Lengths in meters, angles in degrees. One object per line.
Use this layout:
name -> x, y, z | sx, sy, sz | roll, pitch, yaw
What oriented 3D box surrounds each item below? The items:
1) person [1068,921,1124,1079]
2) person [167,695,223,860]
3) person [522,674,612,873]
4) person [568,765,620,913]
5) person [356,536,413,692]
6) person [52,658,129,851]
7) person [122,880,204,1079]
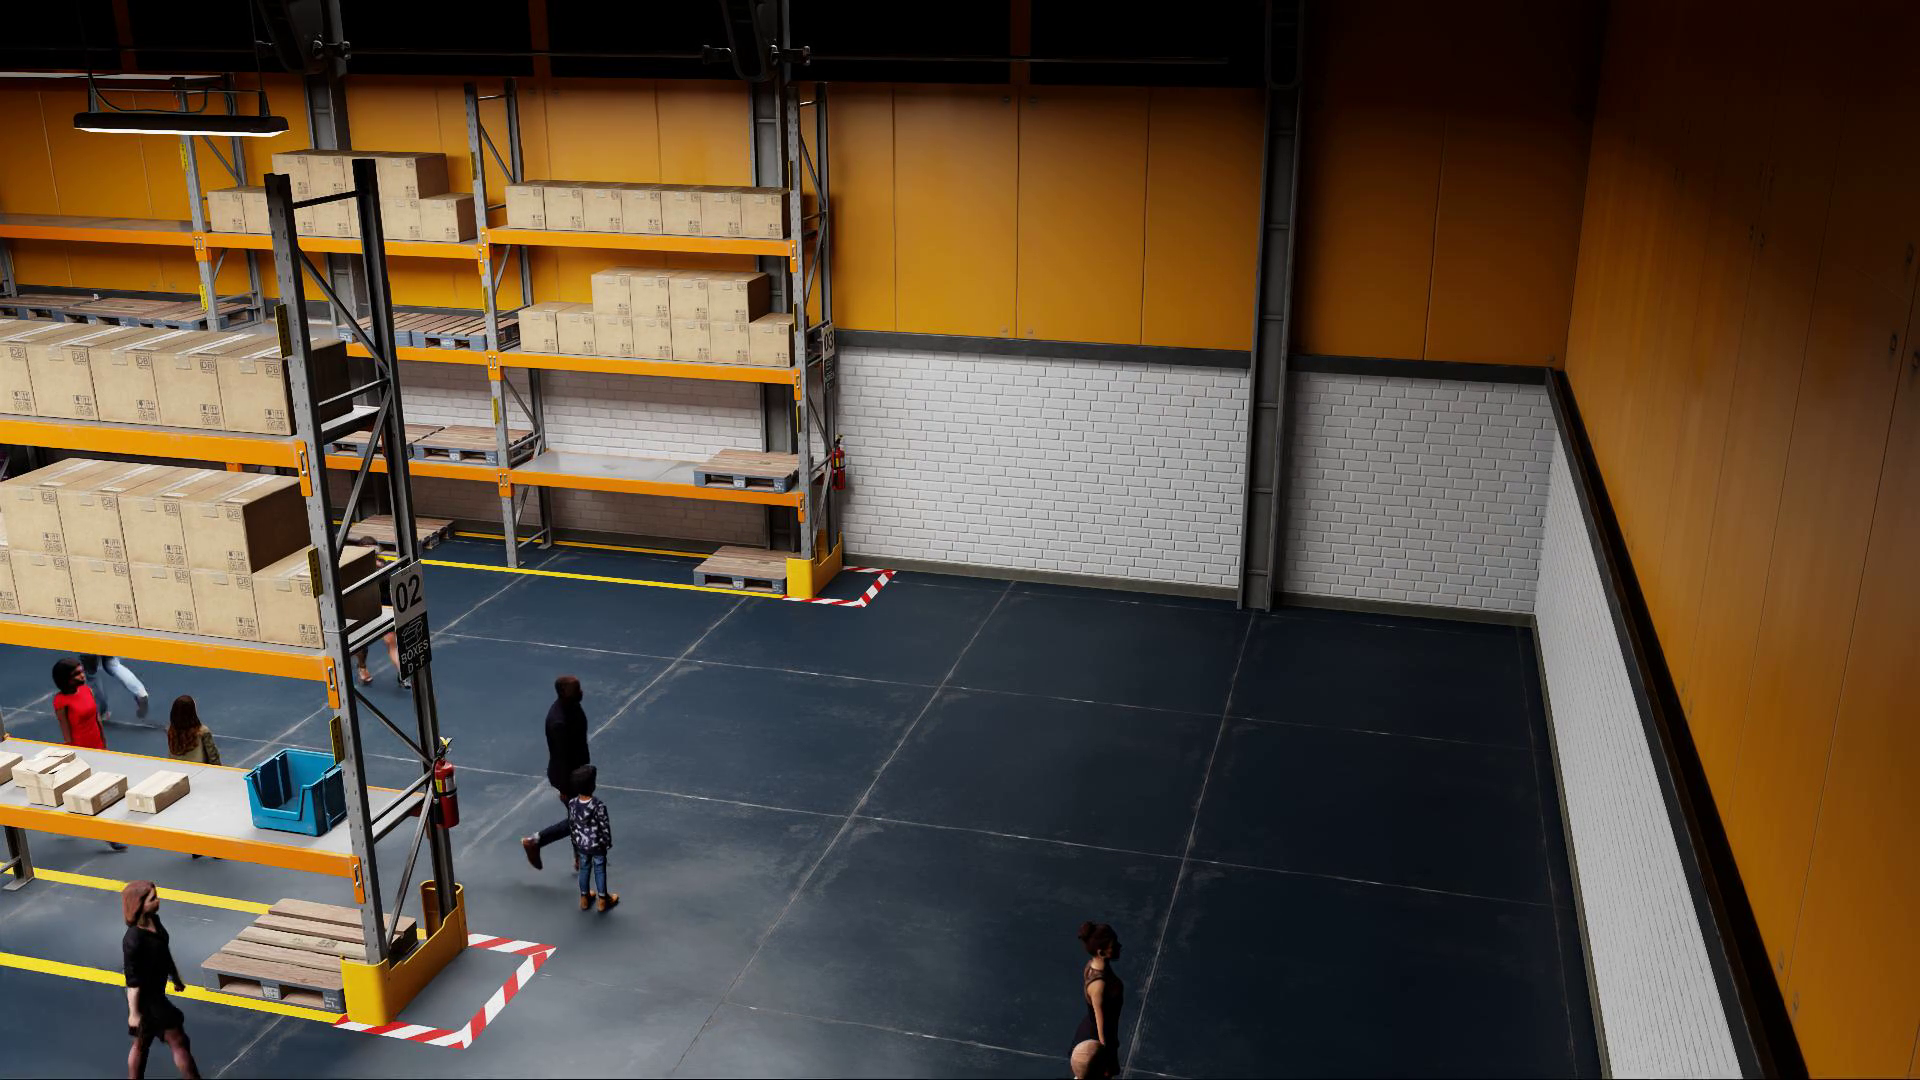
person -> 0.863, 3.132, 10.381 | 0.627, 1.668, 0.626 | 1, 19, 2
person -> -6.447, 1.996, 14.056 | 0.497, 1.476, 0.666 | 2, 19, 6
person -> -3.289, 1.946, 13.694 | 1.016, 1.801, 0.857 | 0, 19, 0
person -> -2.953, 2.372, 13.291 | 0.429, 1.251, 0.550 | 5, 19, 15
person -> -6.177, 0.778, 17.375 | 1.150, 1.666, 0.907 | 13, 22, 33
person -> -7.509, 1.823, 14.177 | 0.939, 1.727, 0.631 | 3, 19, 10
person -> -5.349, 2.992, 10.781 | 0.997, 1.678, 0.838 | -3, 19, -10
